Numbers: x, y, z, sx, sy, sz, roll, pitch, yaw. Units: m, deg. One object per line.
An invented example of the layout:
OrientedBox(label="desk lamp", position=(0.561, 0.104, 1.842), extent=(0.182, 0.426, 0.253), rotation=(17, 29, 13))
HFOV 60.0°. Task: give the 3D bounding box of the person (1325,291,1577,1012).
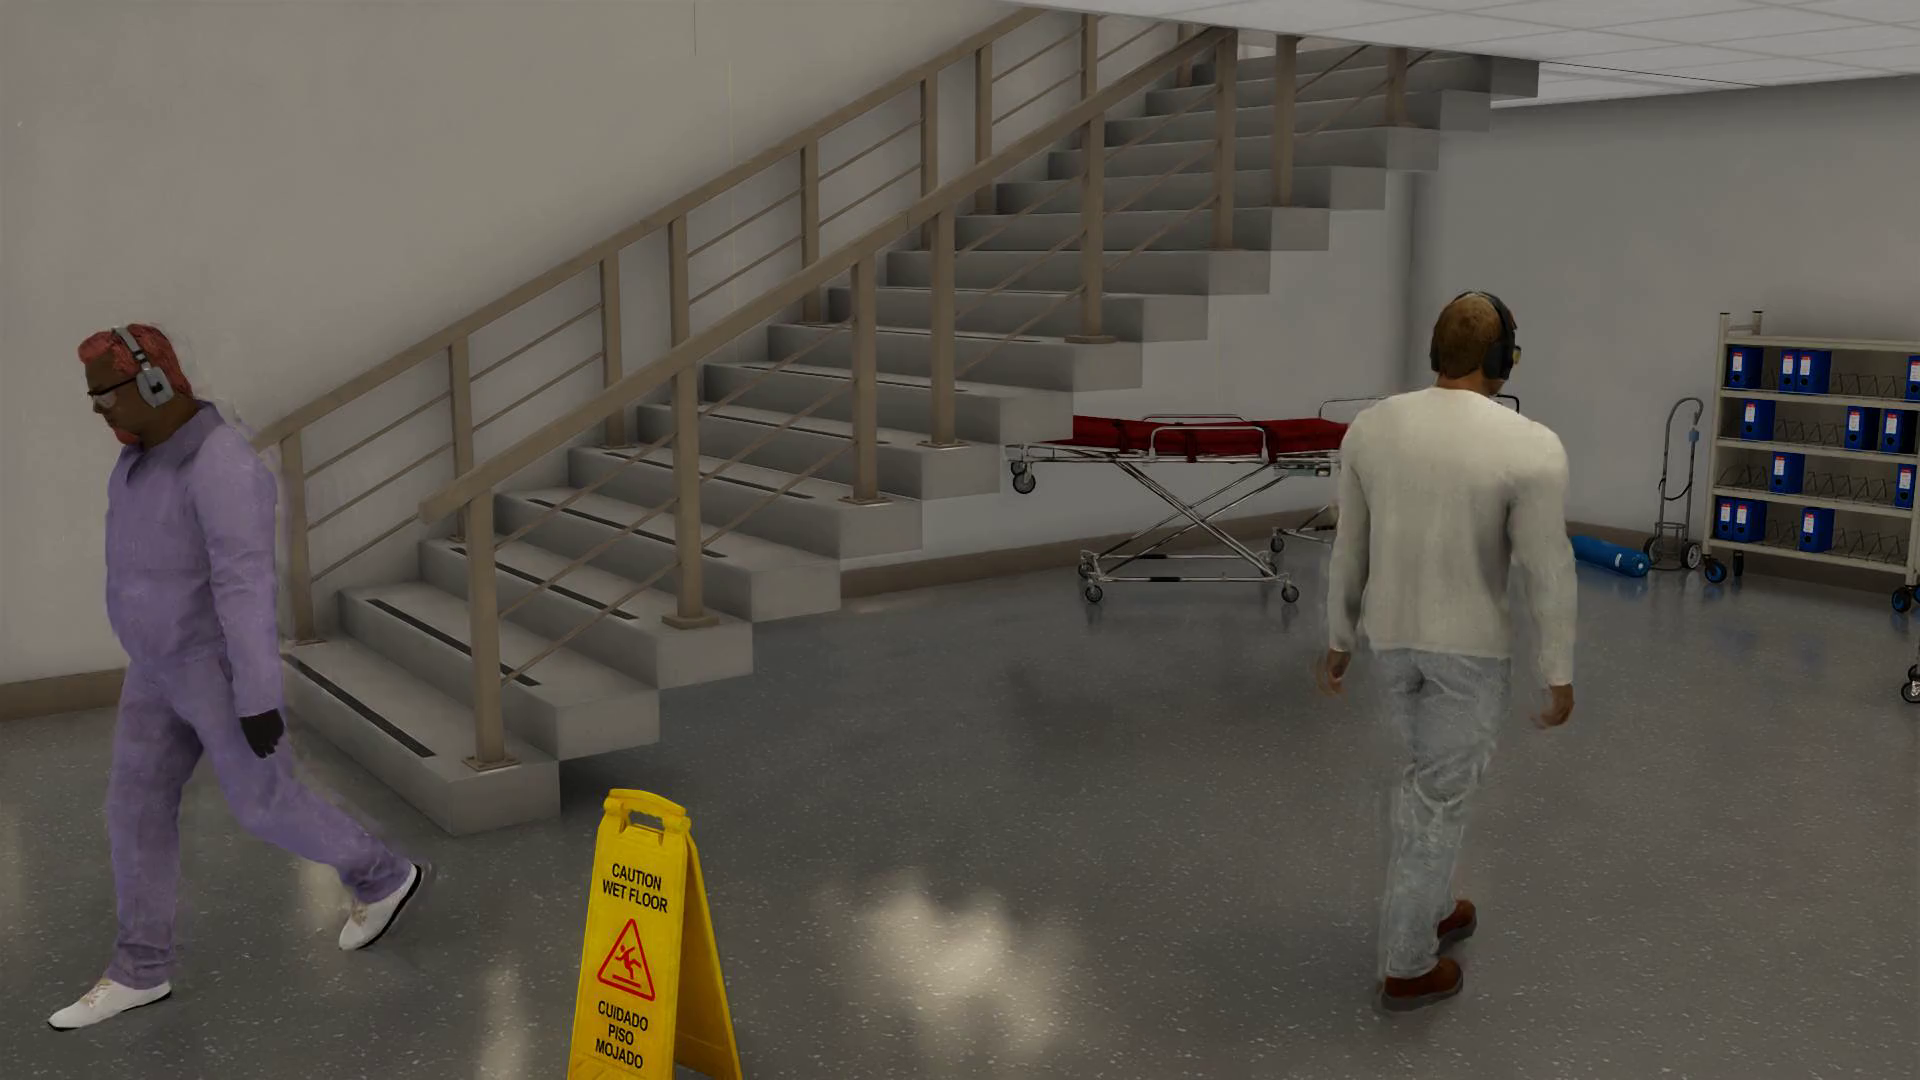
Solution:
OrientedBox(label="person", position=(1.390, 0.289, 4.543), extent=(0.791, 1.909, 0.666), rotation=(-9, 13, -41))

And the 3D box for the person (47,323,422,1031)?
OrientedBox(label="person", position=(-1.986, 0.330, 4.510), extent=(0.713, 1.850, 0.930), rotation=(8, 13, 38))
